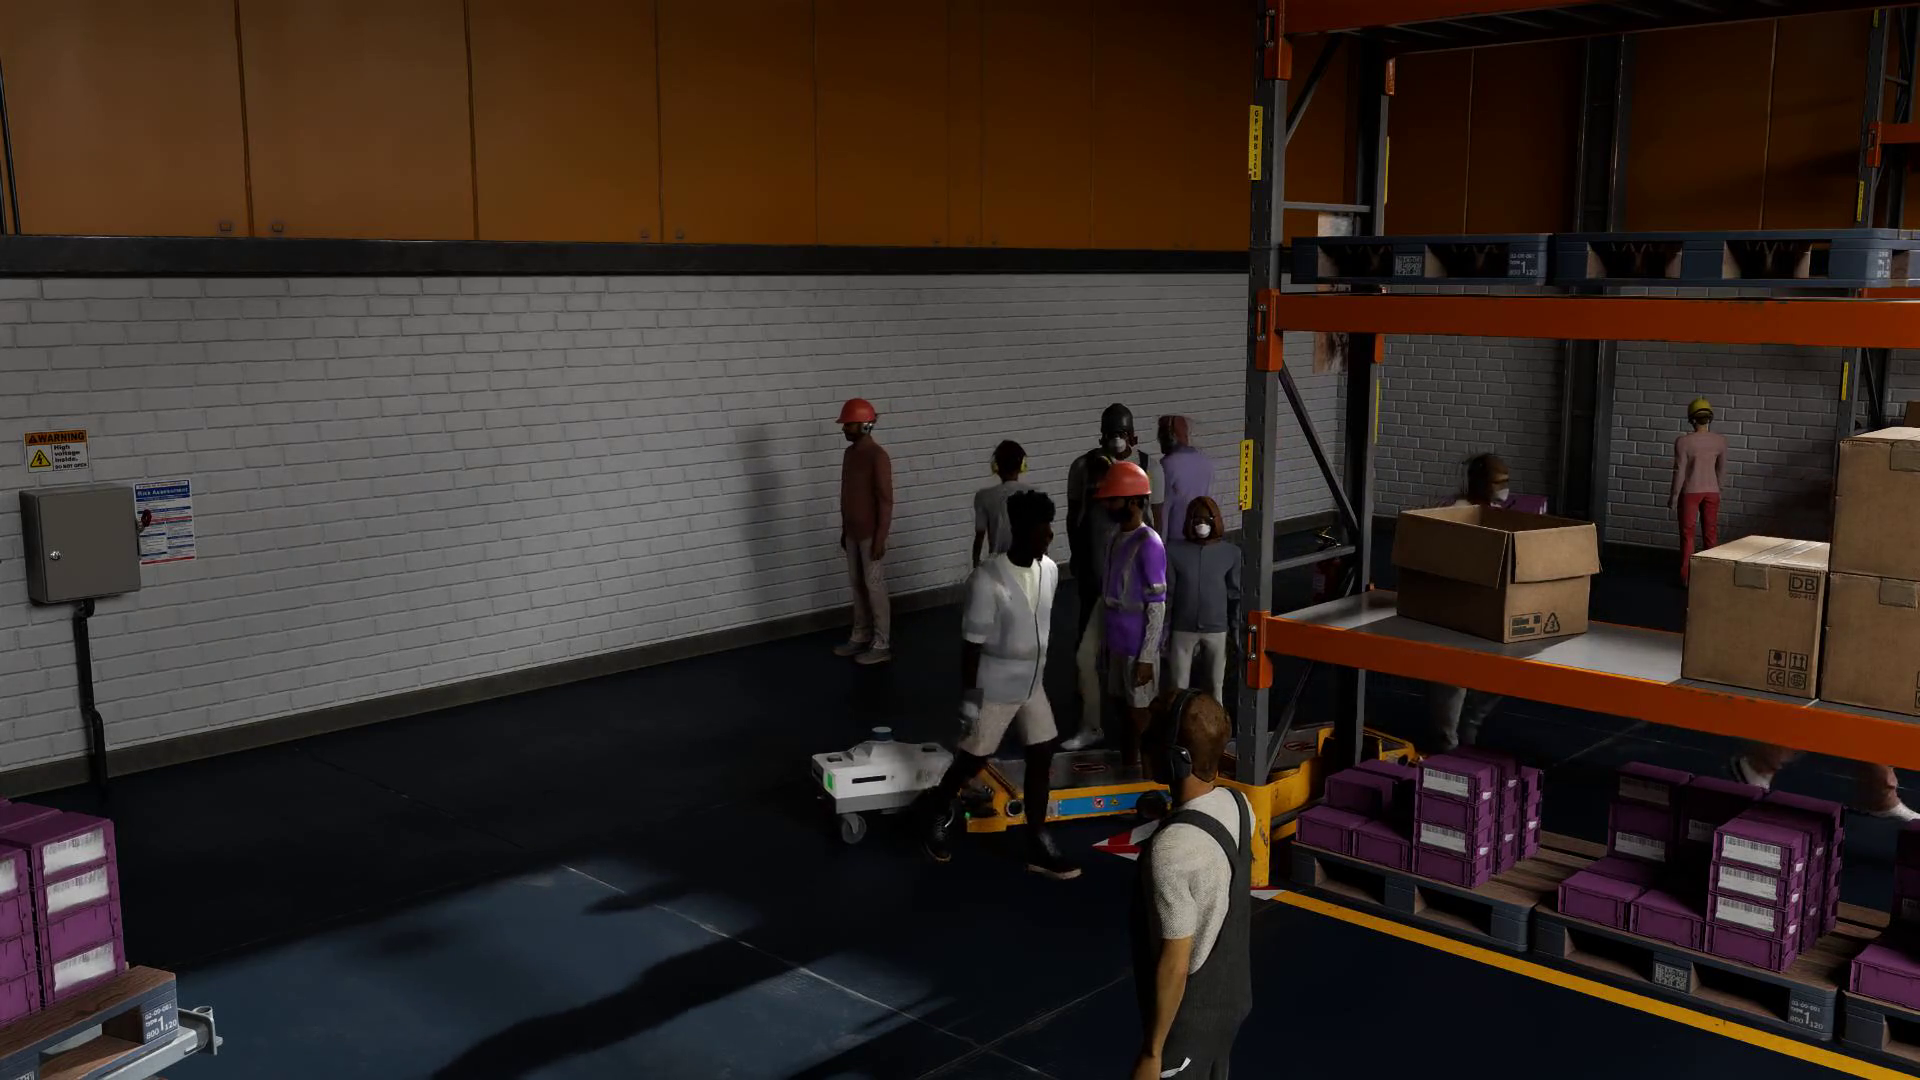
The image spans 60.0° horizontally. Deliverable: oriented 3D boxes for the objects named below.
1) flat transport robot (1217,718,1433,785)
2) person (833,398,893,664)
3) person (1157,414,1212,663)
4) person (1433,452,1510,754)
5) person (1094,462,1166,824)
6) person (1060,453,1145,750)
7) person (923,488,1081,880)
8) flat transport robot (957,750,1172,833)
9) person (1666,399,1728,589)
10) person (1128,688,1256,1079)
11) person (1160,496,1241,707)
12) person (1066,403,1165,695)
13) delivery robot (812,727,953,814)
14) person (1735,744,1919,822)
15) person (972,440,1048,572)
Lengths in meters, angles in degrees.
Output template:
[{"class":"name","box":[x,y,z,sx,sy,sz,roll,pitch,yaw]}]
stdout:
[{"class":"flat transport robot","box":[2.022,1.266,9.559,1.431,0.197,0.652,-5,11,-29]},{"class":"person","box":[-0.736,-0.070,12.484,0.396,1.992,0.622,-6,11,-31]},{"class":"person","box":[1.628,0.019,12.232,0.541,1.890,0.657,8,12,41]},{"class":"person","box":[2.929,0.451,9.514,0.623,1.917,0.443,-7,11,-36]},{"class":"person","box":[0.891,0.545,8.883,0.379,1.937,0.548,-3,10,-16]},{"class":"person","box":[0.902,0.396,10.138,0.697,1.838,0.488,-8,12,-39]},{"class":"person","box":[0.162,0.678,8.123,0.853,1.922,0.647,8,12,42]},{"class":"flat transport robot","box":[0.631,1.344,9.082,1.431,0.197,0.652,-3,10,-16]},{"class":"person","box":[6.798,-0.421,15.362,0.524,1.760,0.328,-1,9,-7]},{"class":"person","box":[0.608,1.302,4.528,0.345,1.846,0.508,5,11,29]},{"class":"person","box":[1.410,0.549,9.785,0.499,1.634,0.279,1,9,6]},{"class":"person","box":[1.077,0.070,11.485,0.684,2.000,0.538,0,9,1]},{"class":"delivery robot","box":[-0.406,1.220,8.690,0.707,0.478,0.477,-3,10,-19]},{"class":"person","box":[4.720,0.582,8.892,0.890,1.875,0.645,6,11,31]},{"class":"person","box":[0.353,0.240,11.173,0.532,1.814,0.992,-2,9,-11]}]
